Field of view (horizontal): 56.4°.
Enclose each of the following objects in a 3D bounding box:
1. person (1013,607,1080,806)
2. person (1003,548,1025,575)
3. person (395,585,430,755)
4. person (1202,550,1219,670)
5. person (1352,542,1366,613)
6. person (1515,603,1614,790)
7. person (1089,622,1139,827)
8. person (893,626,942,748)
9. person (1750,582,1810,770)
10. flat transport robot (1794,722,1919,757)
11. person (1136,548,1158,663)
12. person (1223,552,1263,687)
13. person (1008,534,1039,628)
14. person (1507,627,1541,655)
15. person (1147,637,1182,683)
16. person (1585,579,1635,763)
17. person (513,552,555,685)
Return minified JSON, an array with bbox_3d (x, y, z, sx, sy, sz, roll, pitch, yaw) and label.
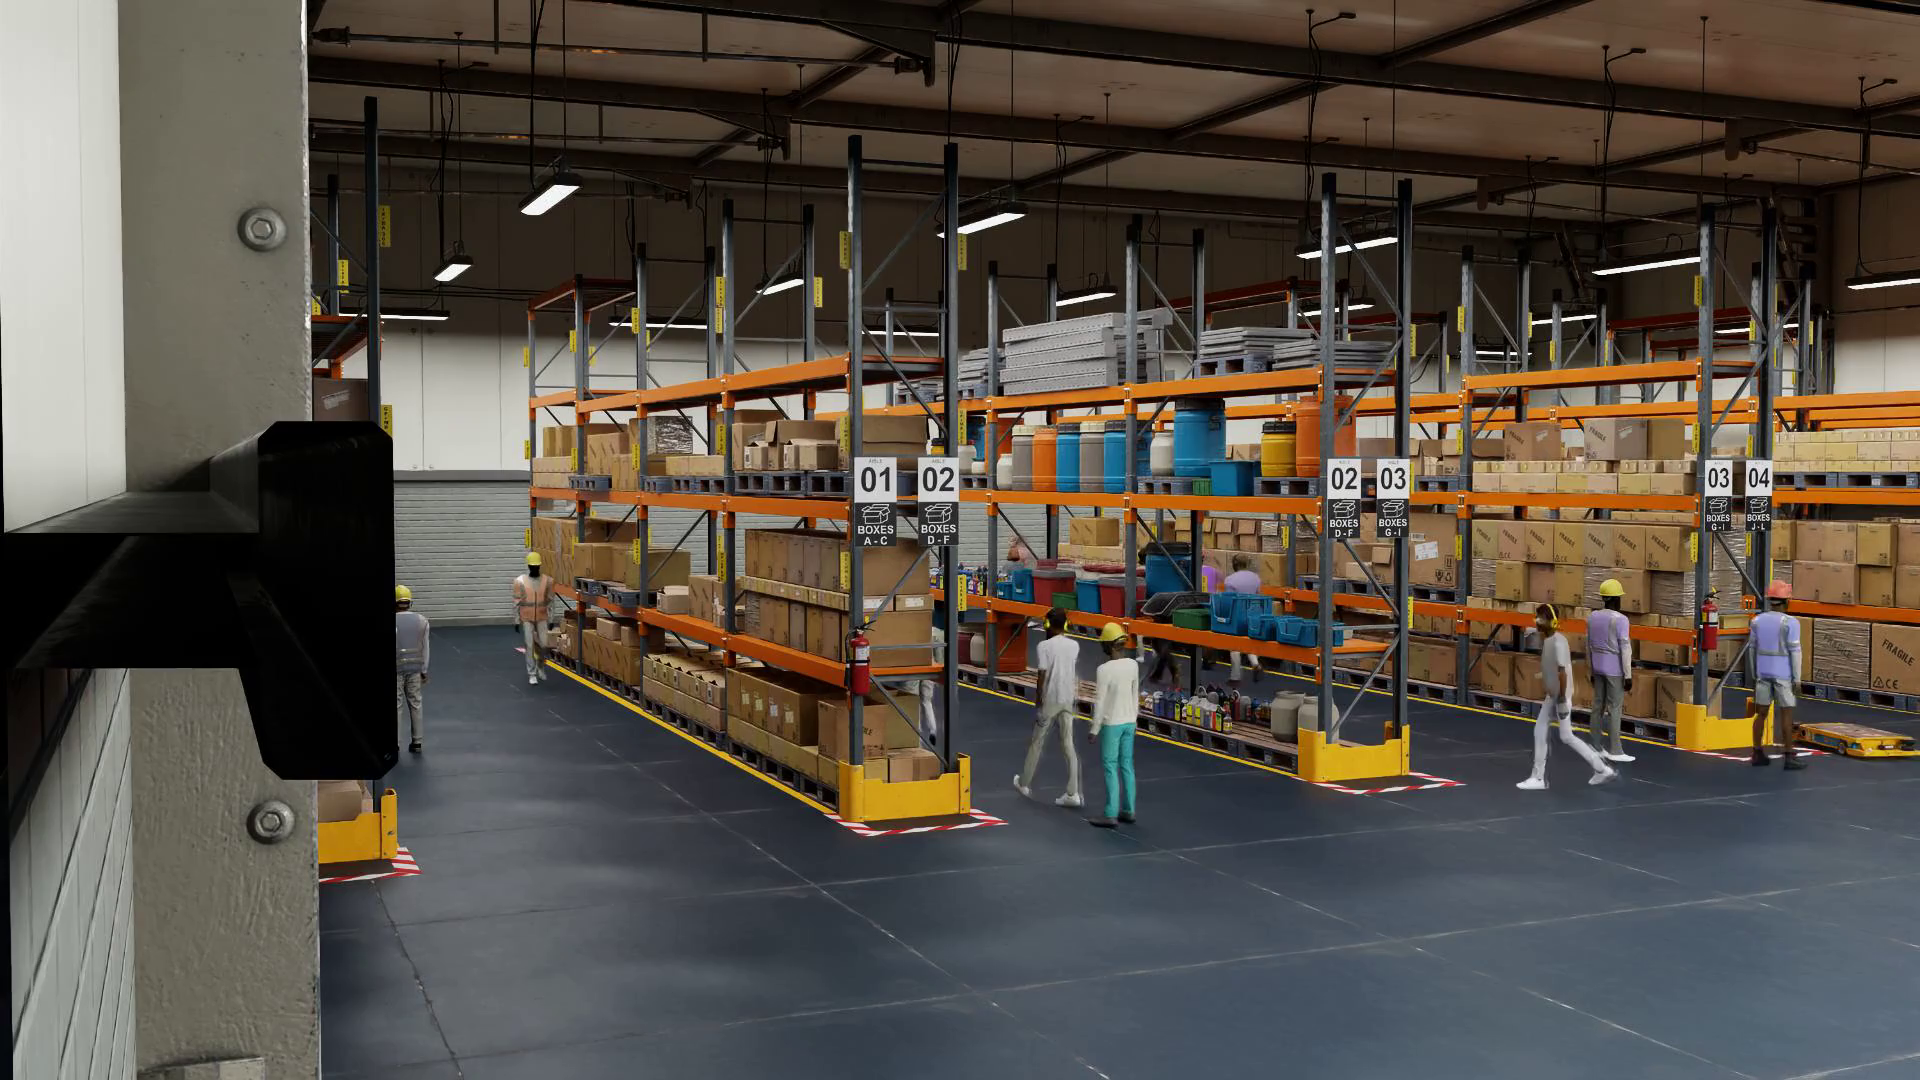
[{"bbox_3d":[0.871,1.533,16.681,0.542,1.798,0.979,-1,3,-29],"label":"person"},{"bbox_3d":[1.051,0.959,34.036,0.528,1.612,0.535,-1,3,-32],"label":"person"},{"bbox_3d":[-6.073,1.408,19.500,0.600,1.832,0.404,-2,3,-43],"label":"person"},{"bbox_3d":[3.762,1.053,27.842,0.576,1.903,0.510,-1,2,-29],"label":"person"},{"bbox_3d":[6.733,0.968,30.323,0.617,1.900,1.009,-2,3,-35],"label":"person"},{"bbox_3d":[5.841,1.506,17.291,0.860,1.823,0.567,0,2,0],"label":"person"},{"bbox_3d":[1.344,1.594,15.530,0.316,1.766,0.536,2,3,45],"label":"person"},{"bbox_3d":[-0.471,1.500,19.756,0.518,1.625,0.363,-1,2,-22],"label":"person"},{"bbox_3d":[8.514,1.399,18.612,0.434,1.922,0.597,-1,3,-33],"label":"person"},{"bbox_3d":[9.817,2.189,19.743,0.652,0.197,1.431,0,2,-7],"label":"flat transport robot"},{"bbox_3d":[2.971,1.054,28.663,0.513,1.850,0.575,-1,2,-17],"label":"person"},{"bbox_3d":[4.008,1.131,25.479,0.646,1.929,0.535,-1,3,-31],"label":"person"},{"bbox_3d":[1.063,0.804,35.181,1.014,1.842,0.663,0,2,-9],"label":"person"},{"bbox_3d":[7.908,1.268,25.286,0.538,1.674,0.737,-1,2,-27],"label":"person"},{"bbox_3d":[2.963,1.099,25.834,0.622,1.972,0.823,-1,3,-31],"label":"person"},{"bbox_3d":[6.896,1.379,19.001,0.361,1.930,0.587,-1,2,-25],"label":"person"},{"bbox_3d":[-6.128,1.124,25.806,0.596,1.913,0.410,-1,2,-21],"label":"person"}]
